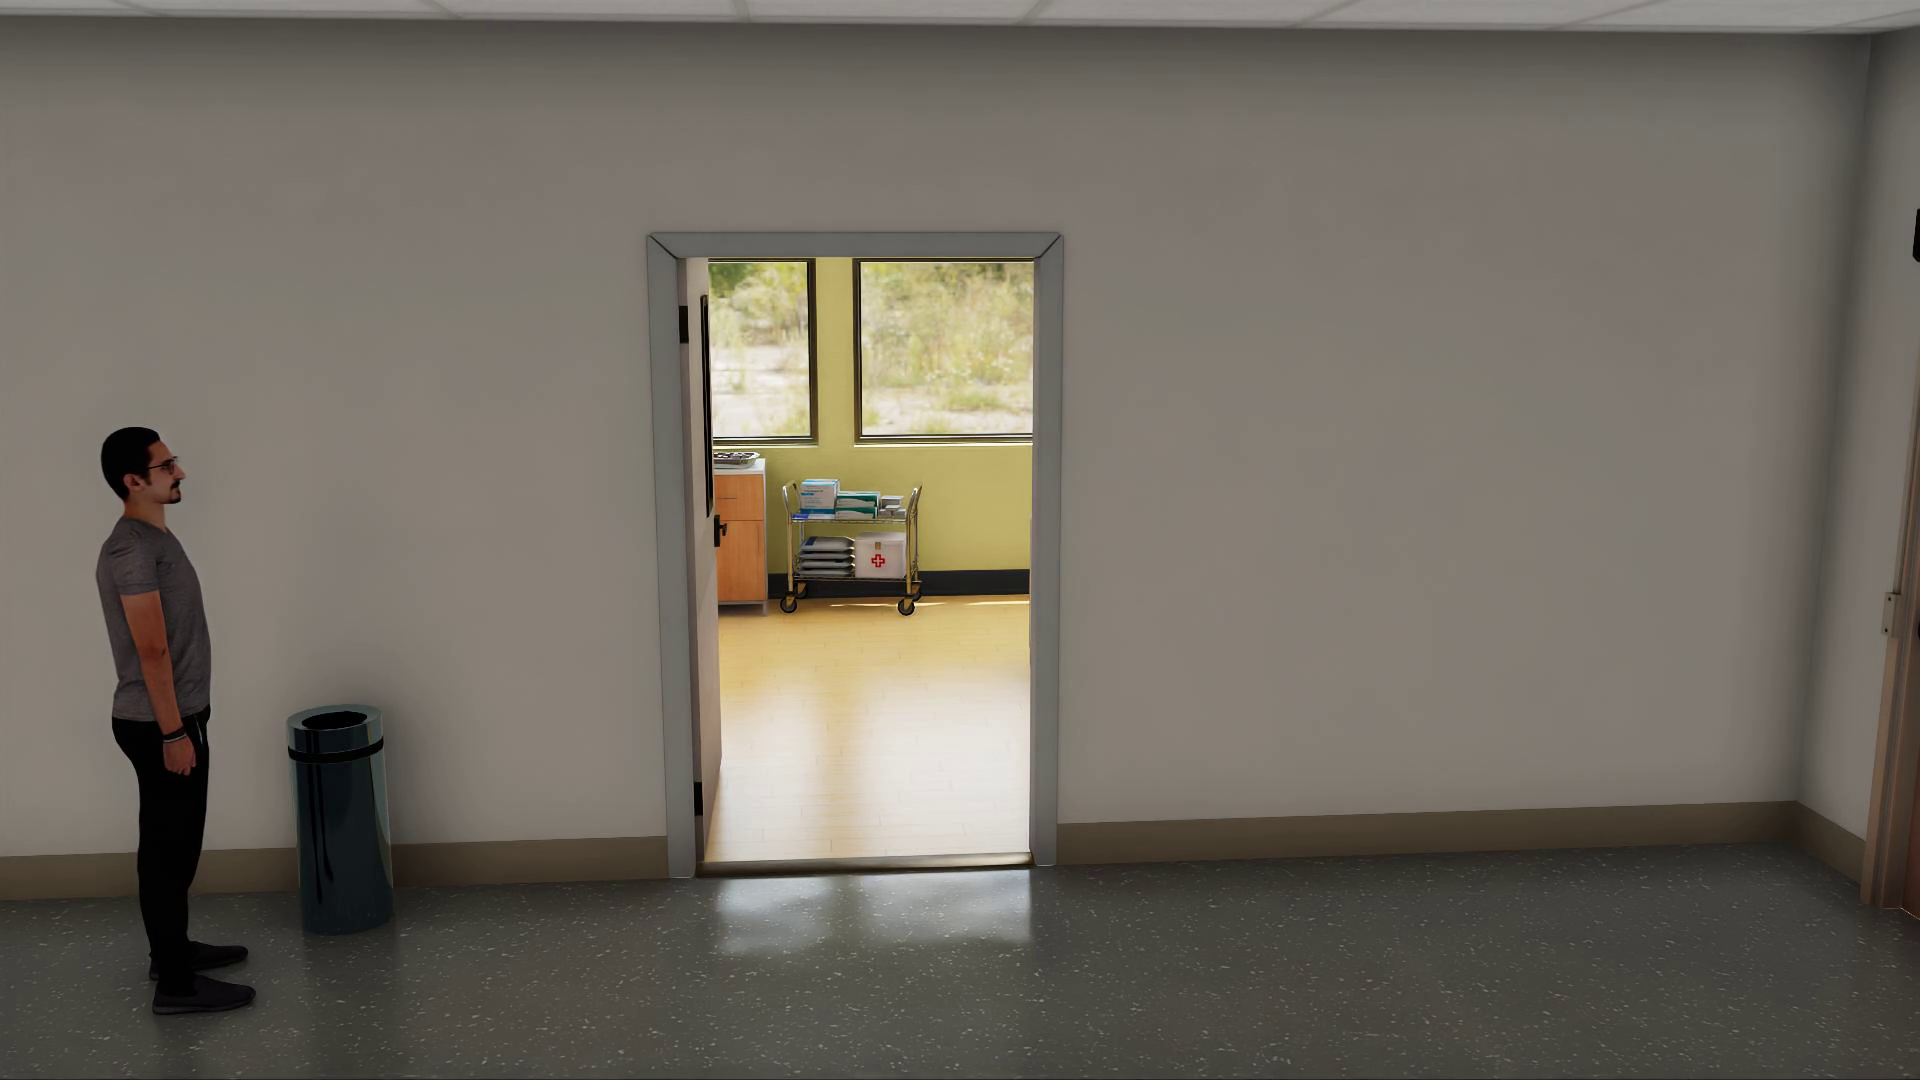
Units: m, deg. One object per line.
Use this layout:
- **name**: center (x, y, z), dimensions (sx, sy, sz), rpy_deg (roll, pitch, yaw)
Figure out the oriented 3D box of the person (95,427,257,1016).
- **person**: center (-2.406, 0.527, 5.015), dimensions (0.668, 1.755, 0.684), rpy_deg (-5, 12, -25)
